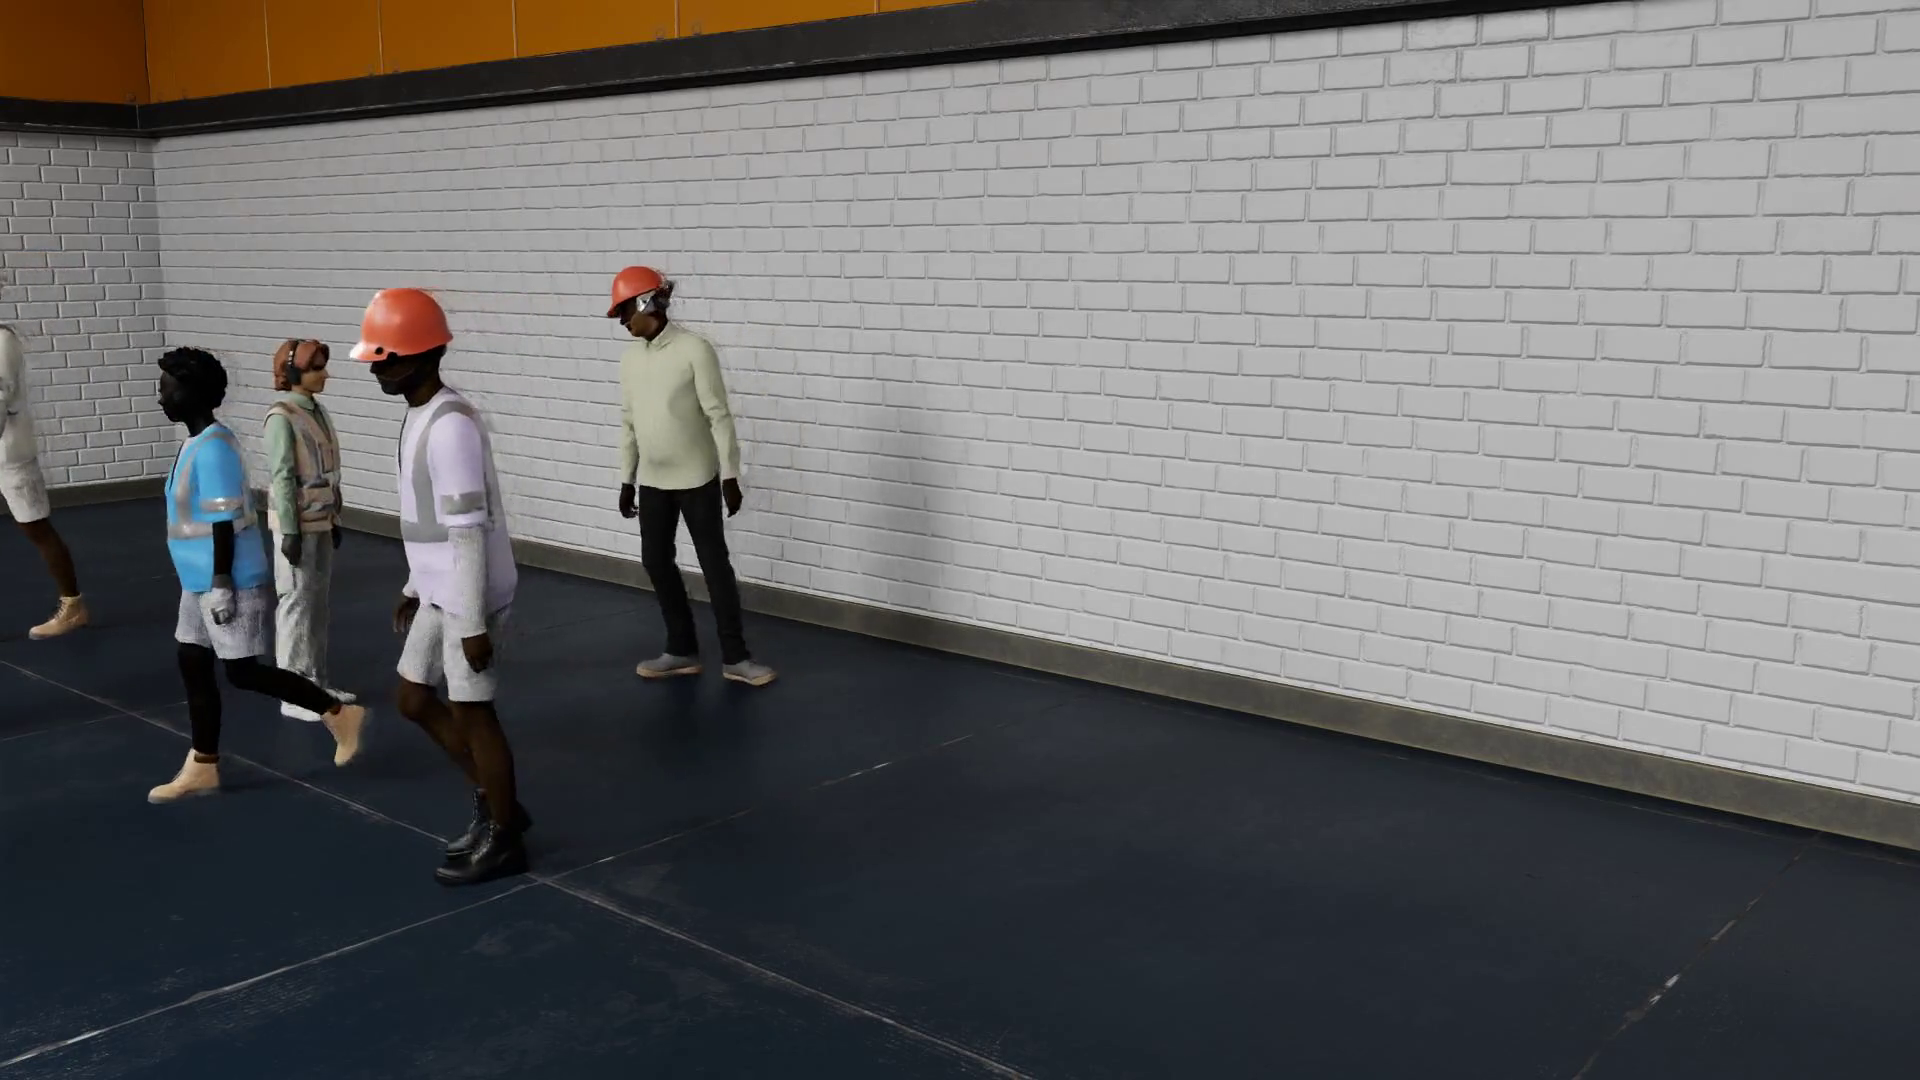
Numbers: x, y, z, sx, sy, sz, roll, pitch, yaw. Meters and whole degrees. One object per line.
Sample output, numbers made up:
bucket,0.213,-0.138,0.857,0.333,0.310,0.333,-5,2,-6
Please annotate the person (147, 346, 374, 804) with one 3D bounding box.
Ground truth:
person,-2.617,0.122,6.108,0.714,1.675,0.531,-7,12,-34

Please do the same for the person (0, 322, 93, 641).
person,-4.928,-0.425,8.328,0.633,1.985,1.032,7,12,36

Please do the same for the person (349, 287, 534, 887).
person,-1.610,0.171,5.195,0.497,1.903,0.575,-5,11,-27

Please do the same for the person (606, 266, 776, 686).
person,-1.242,-0.278,7.687,0.832,1.945,0.380,6,11,29

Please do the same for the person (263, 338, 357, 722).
person,-2.827,-0.046,7.192,0.311,1.639,0.523,0,10,-1
